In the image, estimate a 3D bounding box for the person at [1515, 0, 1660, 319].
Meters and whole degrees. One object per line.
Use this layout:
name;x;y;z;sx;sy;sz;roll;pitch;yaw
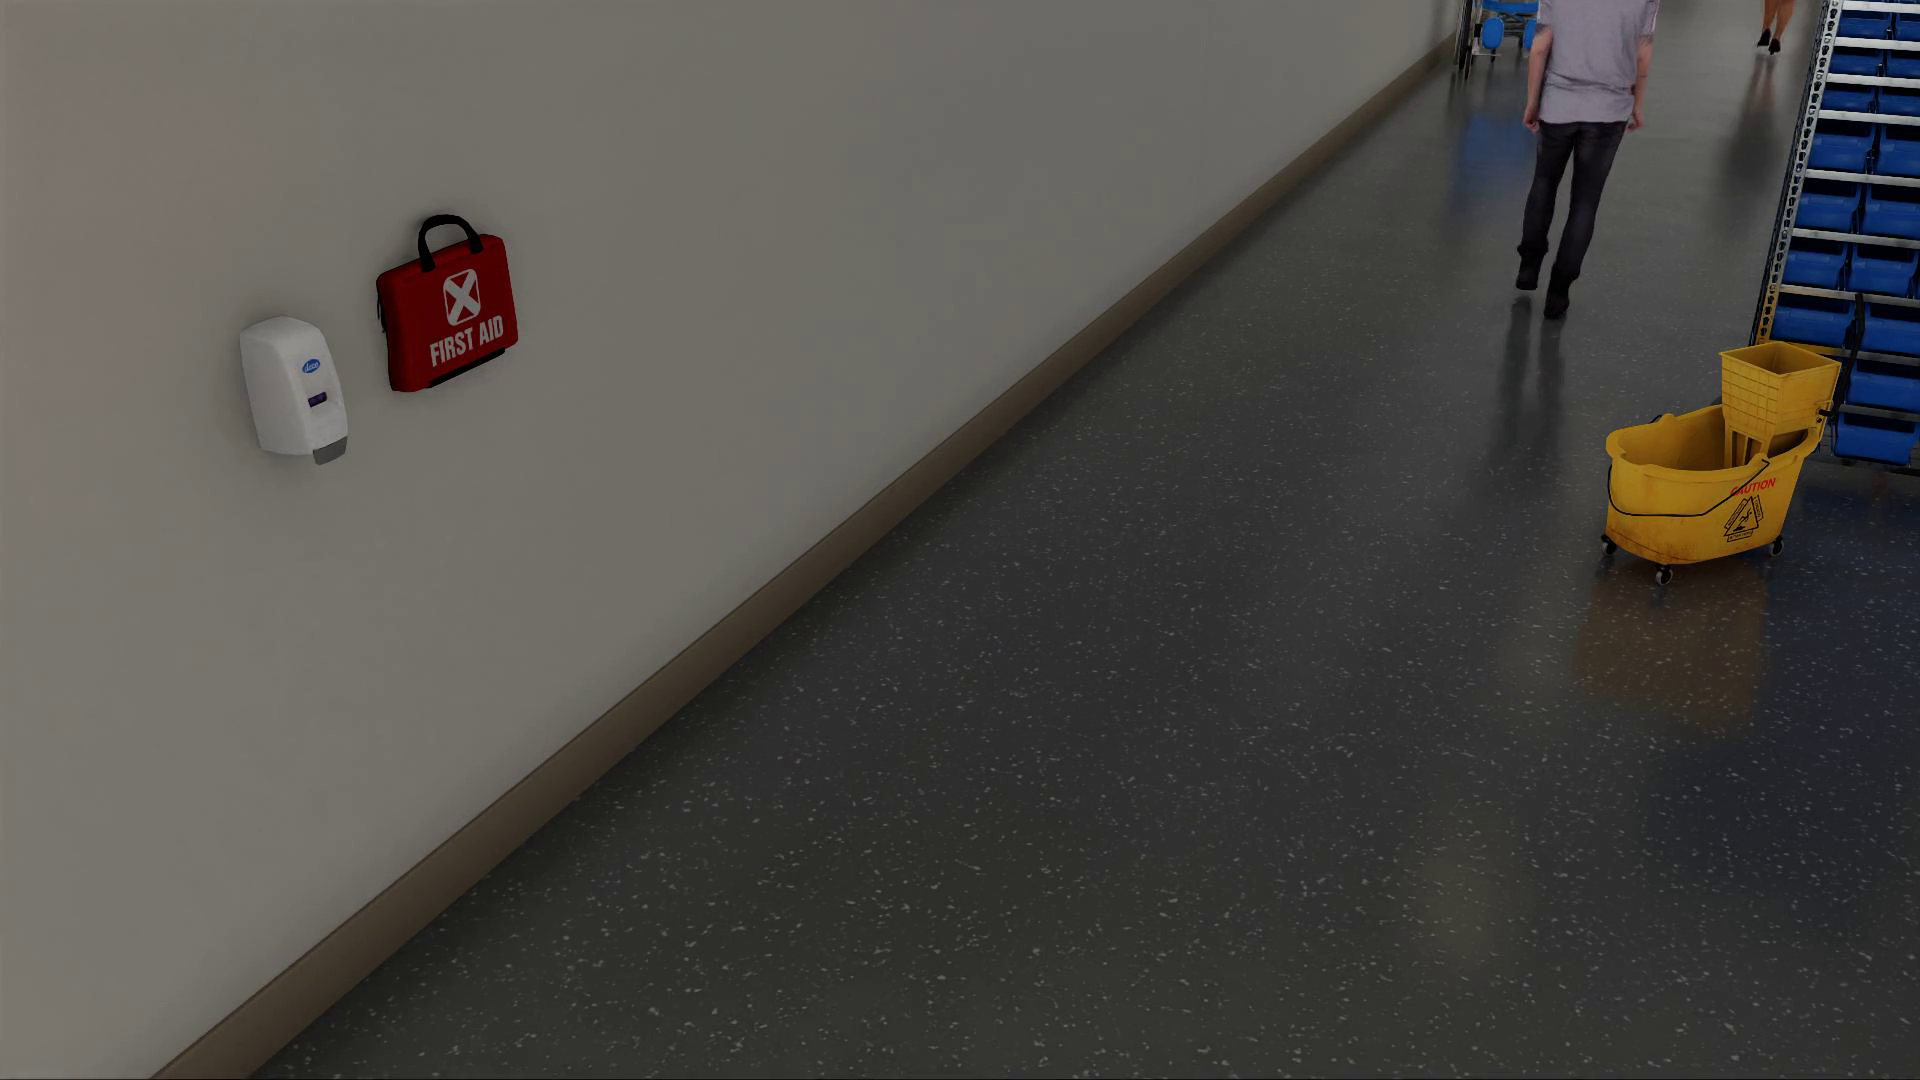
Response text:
person;2.794;-1.897;7.503;0.611;1.815;0.732;14;29;26
